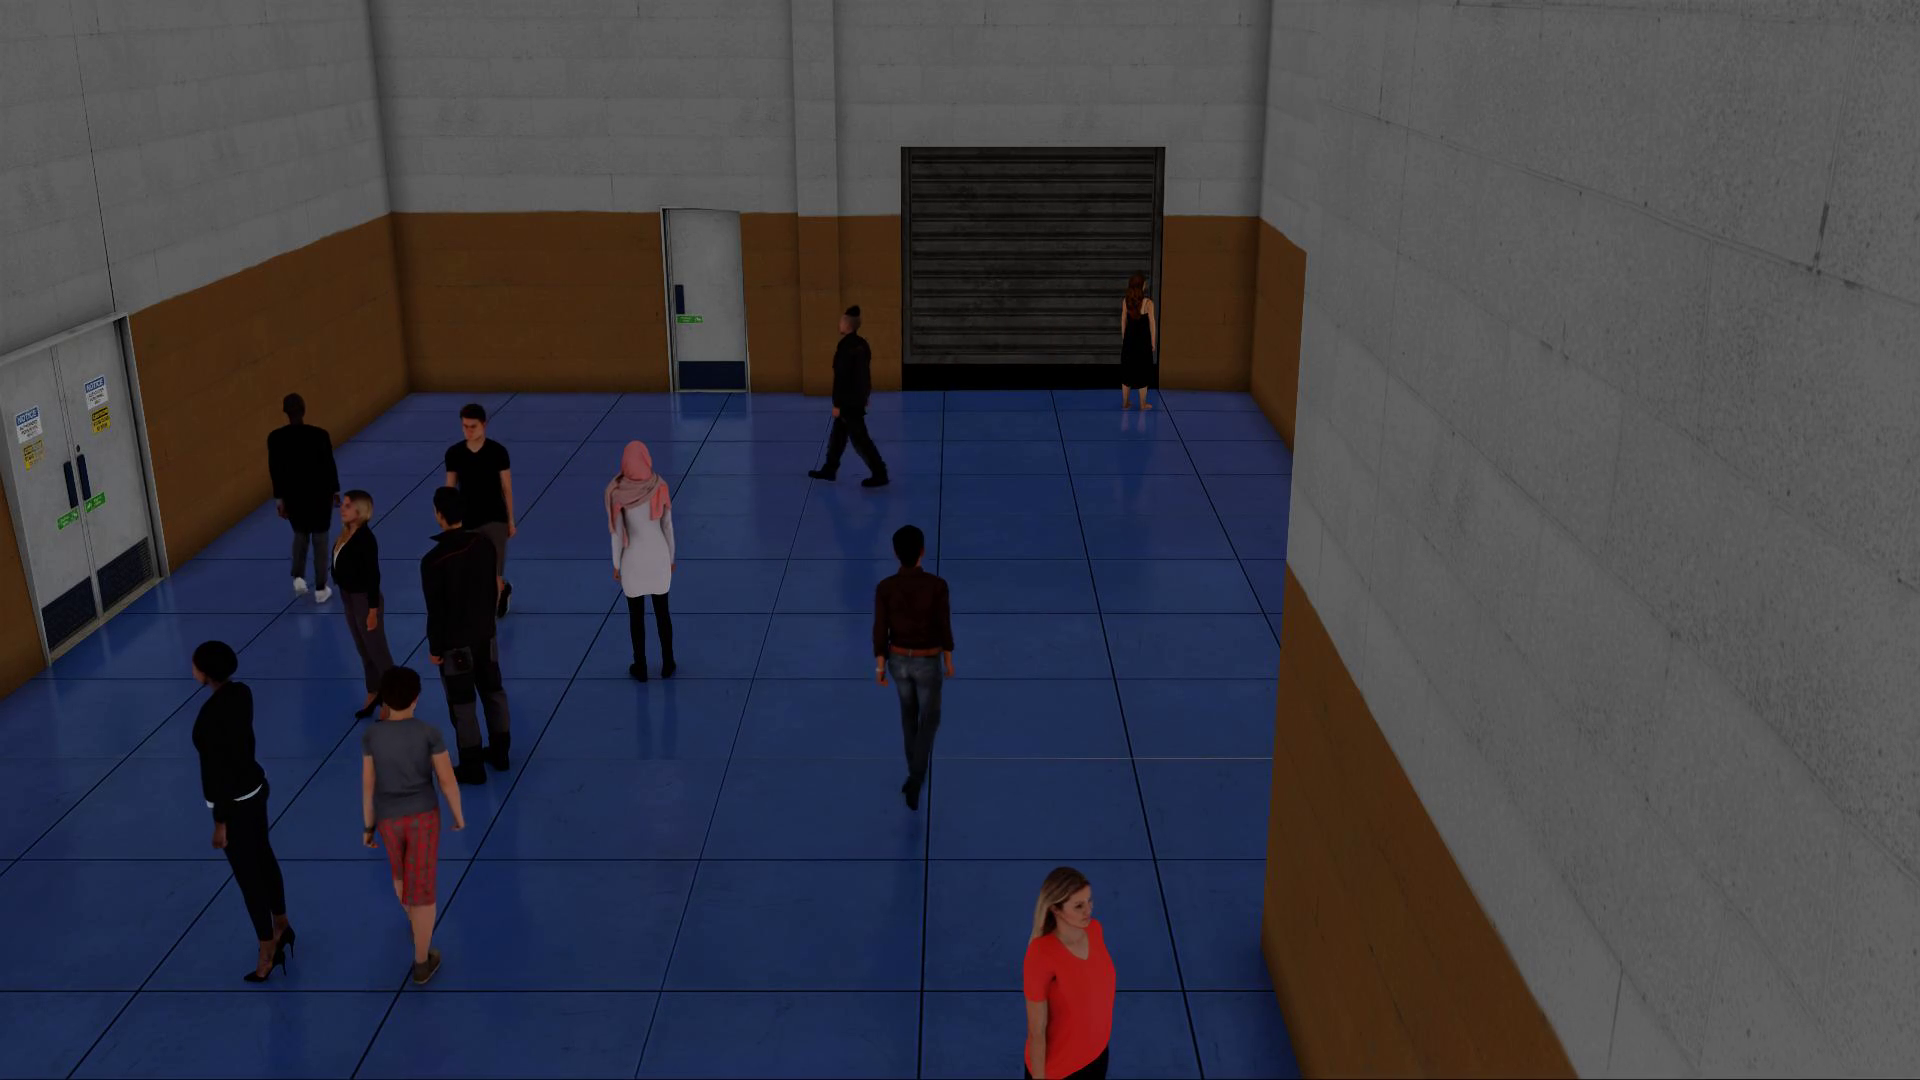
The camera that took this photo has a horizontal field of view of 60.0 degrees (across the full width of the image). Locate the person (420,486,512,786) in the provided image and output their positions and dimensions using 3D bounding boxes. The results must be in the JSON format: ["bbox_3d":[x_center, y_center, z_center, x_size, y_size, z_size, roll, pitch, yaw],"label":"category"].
[{"bbox_3d":[-3.114,0.590,10.493,0.796,1.946,0.788,12,22,32],"label":"person"}]

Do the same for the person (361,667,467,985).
[{"bbox_3d":[-2.790,1.469,8.361,0.820,1.629,0.716,-1,19,-4],"label":"person"}]

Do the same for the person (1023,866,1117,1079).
[{"bbox_3d":[0.406,2.049,6.559,0.724,1.694,0.677,16,24,39],"label":"person"}]

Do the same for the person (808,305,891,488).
[{"bbox_3d":[-1.003,-1.381,16.501,1.200,1.818,0.926,4,19,13],"label":"person"}]

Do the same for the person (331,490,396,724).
[{"bbox_3d":[-4.037,0.458,11.306,0.731,1.675,0.682,-16,24,-39],"label":"person"}]

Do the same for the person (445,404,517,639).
[{"bbox_3d":[-3.667,-0.162,12.895,1.100,1.835,0.749,1,19,2],"label":"person"}]

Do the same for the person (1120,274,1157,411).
[{"bbox_3d":[2.095,-2.354,19.724,0.649,1.625,0.737,10,21,27],"label":"person"}]

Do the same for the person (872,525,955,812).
[{"bbox_3d":[-0.275,0.799,10.160,1.022,1.761,0.808,2,19,7],"label":"person"}]

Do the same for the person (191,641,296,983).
[{"bbox_3d":[-3.621,1.360,8.379,0.512,1.836,0.596,0,19,-1],"label":"person"}]

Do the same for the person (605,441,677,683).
[{"bbox_3d":[-2.282,0.149,12.024,0.640,1.803,0.768,-6,20,-17],"label":"person"}]

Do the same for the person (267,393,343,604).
[{"bbox_3d":[-5.302,-0.305,13.451,0.671,1.750,0.725,-2,19,-5],"label":"person"}]
